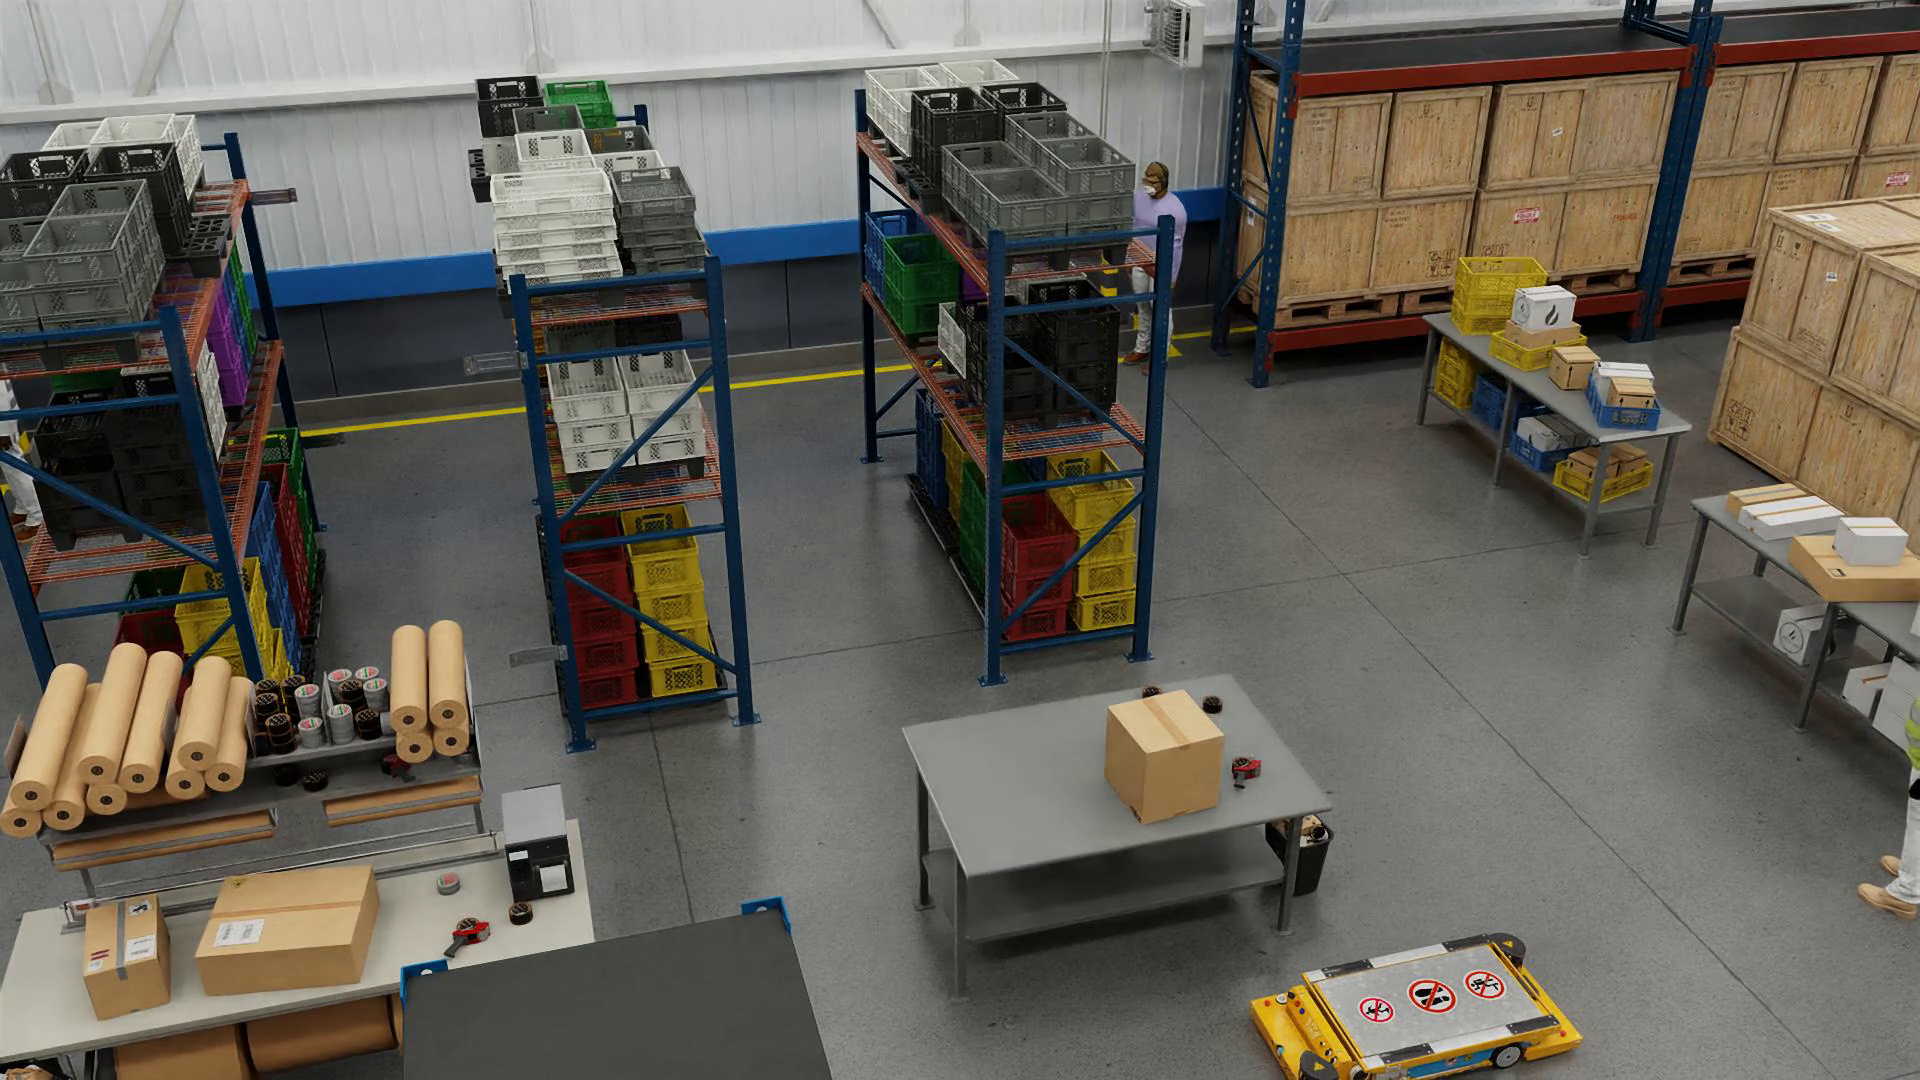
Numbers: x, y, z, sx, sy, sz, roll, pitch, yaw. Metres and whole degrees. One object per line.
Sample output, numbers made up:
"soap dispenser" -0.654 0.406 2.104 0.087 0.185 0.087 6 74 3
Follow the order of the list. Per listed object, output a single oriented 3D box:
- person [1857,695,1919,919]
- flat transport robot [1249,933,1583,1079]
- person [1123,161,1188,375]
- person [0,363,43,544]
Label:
"person" 5.045 1.103 8.506 0.635 1.842 0.429 -24 37 -36
"flat transport robot" 2.184 2.282 7.980 1.431 0.197 0.652 -8 30 -14
"person" 1.735 -2.437 14.859 0.374 1.933 0.625 -19 34 -31
"person" -7.008 -0.878 12.067 0.337 1.882 0.584 -22 36 -34
